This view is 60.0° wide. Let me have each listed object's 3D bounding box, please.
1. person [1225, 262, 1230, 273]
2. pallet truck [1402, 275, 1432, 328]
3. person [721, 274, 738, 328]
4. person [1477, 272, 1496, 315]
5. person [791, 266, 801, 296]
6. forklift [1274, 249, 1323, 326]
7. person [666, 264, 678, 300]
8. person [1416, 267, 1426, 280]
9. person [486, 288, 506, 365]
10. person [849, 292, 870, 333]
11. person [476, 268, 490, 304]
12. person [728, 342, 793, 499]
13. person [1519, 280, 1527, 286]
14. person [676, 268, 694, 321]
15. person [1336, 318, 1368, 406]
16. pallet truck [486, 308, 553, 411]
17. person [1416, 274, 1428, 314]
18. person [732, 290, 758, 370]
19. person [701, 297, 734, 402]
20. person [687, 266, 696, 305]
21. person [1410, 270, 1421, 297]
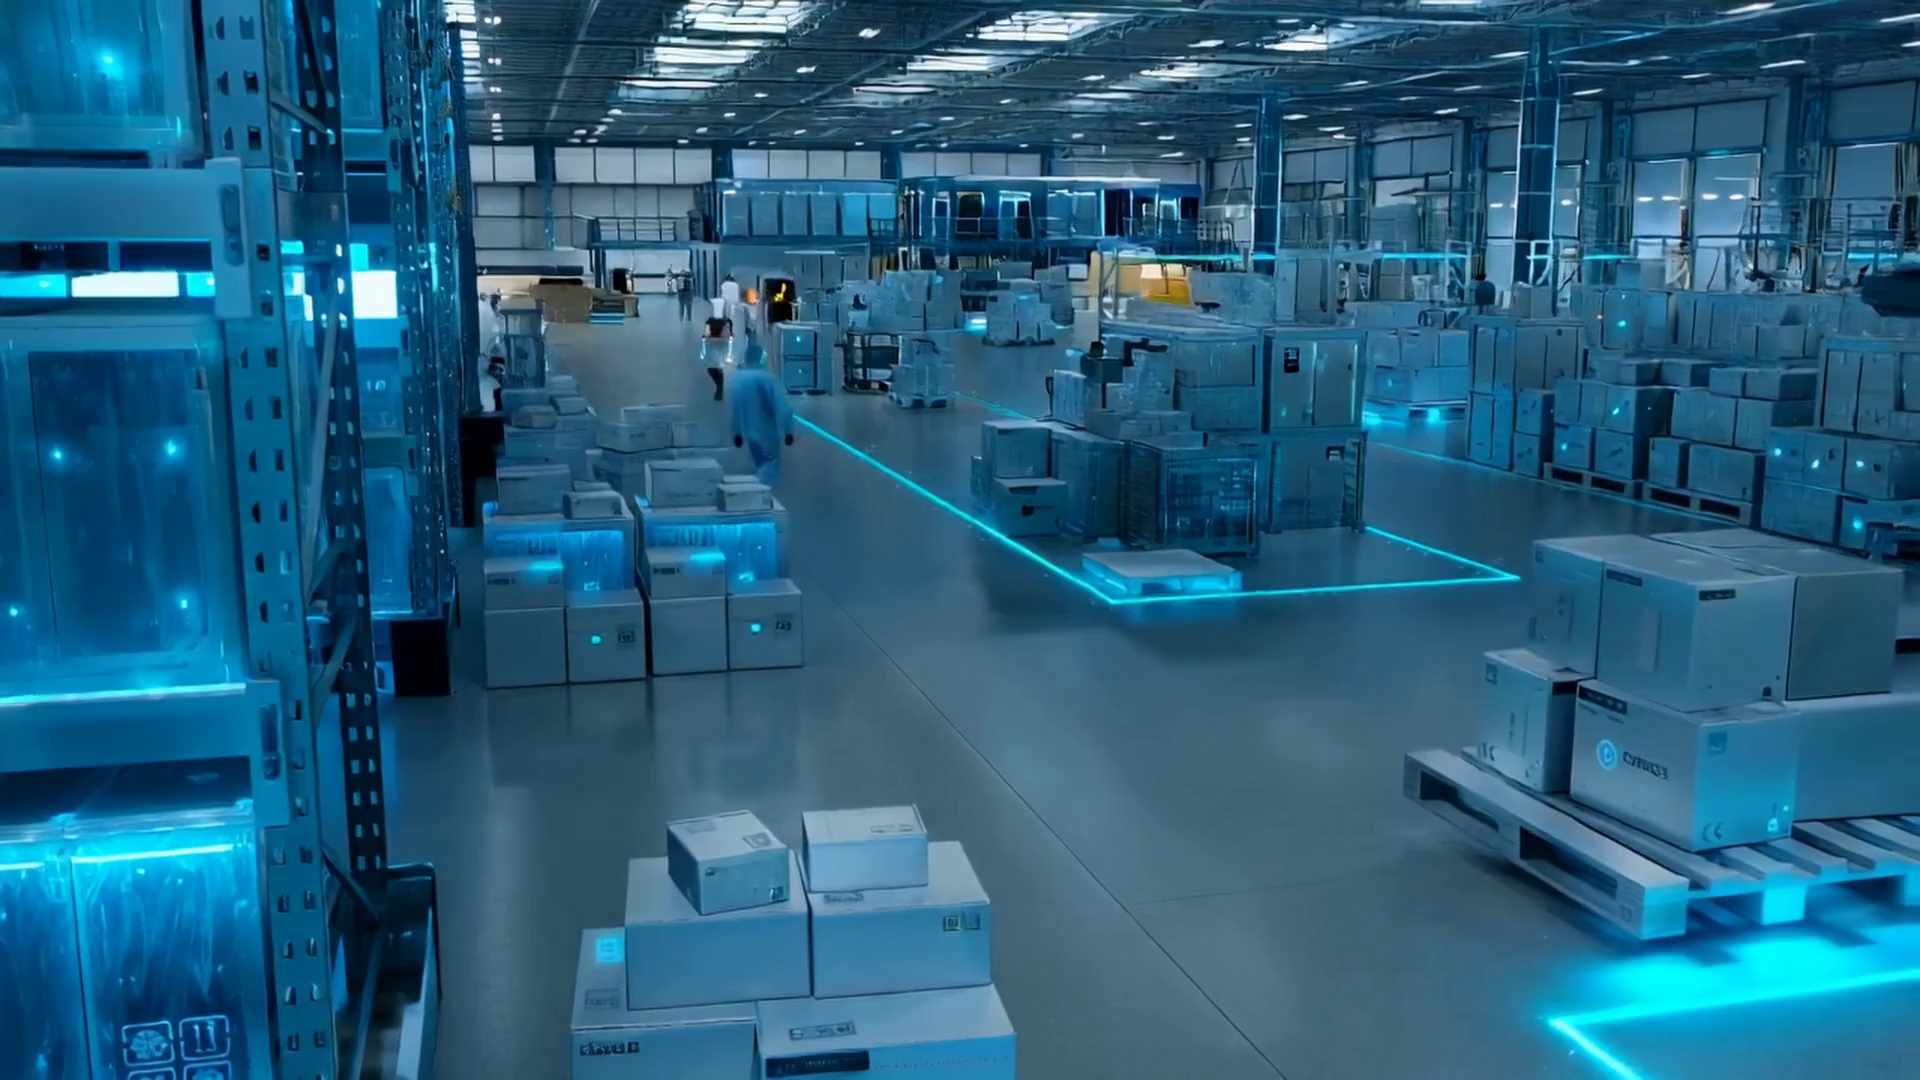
[{"bbox_3d":[15.859,-15.544,98.836,0.408,1.942,0.616,8,13,40],"label":"person"},{"bbox_3d":[14.620,-7.324,52.145,0.823,1.965,1.885,8,13,40],"label":"pallet truck"},{"bbox_3d":[-8.128,-8.408,58.559,0.638,1.914,0.854,2,10,10],"label":"person"},{"bbox_3d":[18.162,-8.240,57.407,0.616,1.972,0.764,3,10,16],"label":"person"},{"bbox_3d":[-7.463,-11.239,74.328,1.030,2.004,0.633,6,12,30],"label":"person"},{"bbox_3d":[4.860,-2.824,24.163,1.873,2.768,1.129,-3,10,-15],"label":"forklift"},{"bbox_3d":[-15.481,-13.869,89.482,0.758,1.902,0.600,6,12,31],"label":"person"},{"bbox_3d":[20.836,-11.383,75.328,0.671,1.925,0.977,5,11,26],"label":"person"},{"bbox_3d":[-10.936,-5.045,39.566,1.012,1.875,0.554,2,10,13],"label":"person"},{"bbox_3d":[-2.656,-5.655,43.615,0.554,1.659,0.797,1,10,7],"label":"person"},{"bbox_3d":[-23.762,-12.541,82.192,0.967,1.815,0.646,-4,11,-22],"label":"person"},{"bbox_3d":[-2.155,-1.149,17.634,0.673,1.878,0.841,5,11,27],"label":"person"},{"bbox_3d":[17.145,-7.034,50.984,0.555,1.822,0.946,-8,13,-38],"label":"person"},{"bbox_3d":[-10.645,-9.512,64.411,0.685,2.000,0.535,-3,10,-15],"label":"person"},{"bbox_3d":[5.107,-1.991,22.179,0.624,1.945,0.734,0,10,3],"label":"person"},{"bbox_3d":[-6.242,-2.418,24.362,0.823,1.965,1.885,1,10,3],"label":"pallet truck"},{"bbox_3d":[17.730,-9.328,63.963,0.633,1.817,0.658,6,12,31],"label":"person"},{"bbox_3d":[-4.872,-4.804,38.185,0.817,1.891,0.598,3,11,18],"label":"person"},{"bbox_3d":[-4.508,-3.569,31.019,0.613,1.945,0.708,1,10,7],"label":"person"},{"bbox_3d":[-13.143,-12.389,81.040,0.581,1.917,0.474,-5,11,-27],"label":"person"},{"bbox_3d":[19.009,-10.284,69.195,0.583,1.901,0.596,2,10,10],"label":"person"}]
